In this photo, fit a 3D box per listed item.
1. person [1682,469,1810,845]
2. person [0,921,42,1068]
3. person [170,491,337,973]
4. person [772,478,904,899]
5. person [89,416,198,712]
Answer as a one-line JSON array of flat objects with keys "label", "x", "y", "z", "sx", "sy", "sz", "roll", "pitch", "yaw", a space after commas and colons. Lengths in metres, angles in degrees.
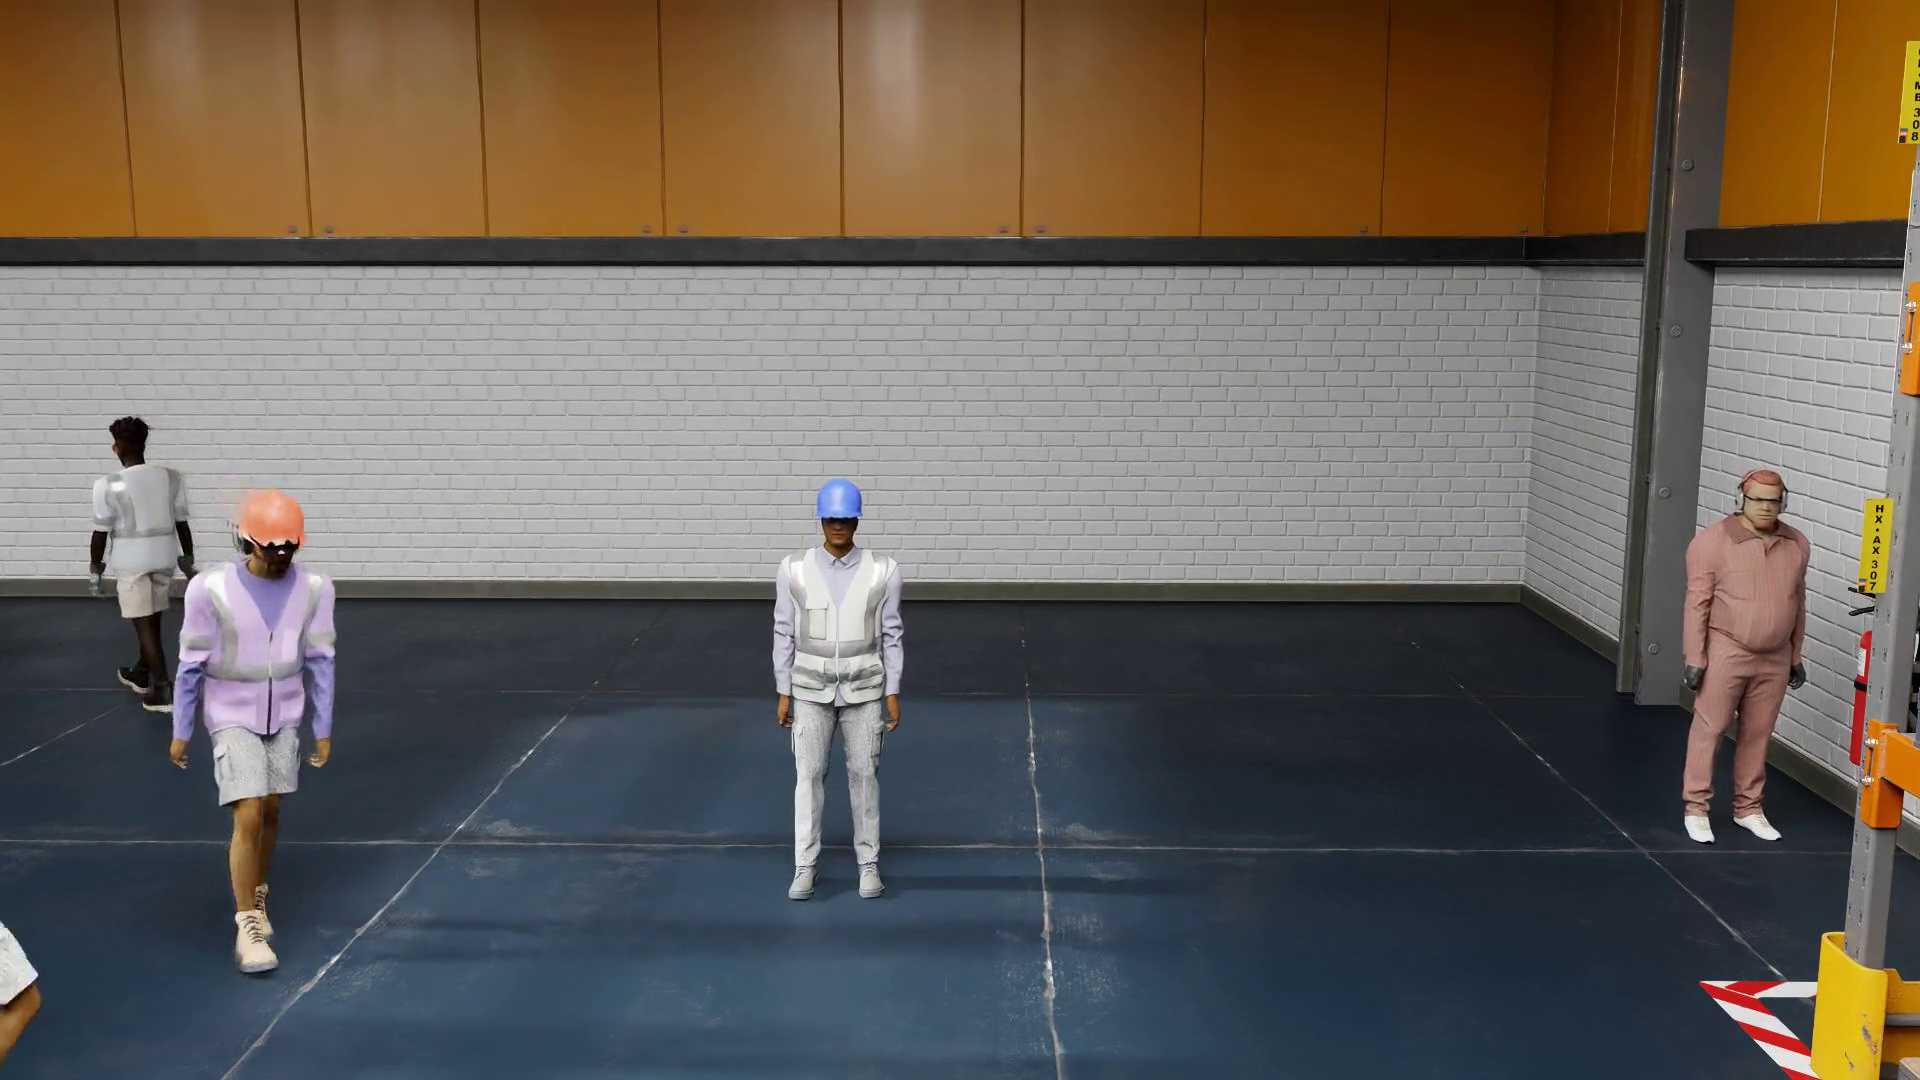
[{"label": "person", "x": 3.963, "y": 0.587, "z": 8.365, "sx": 0.648, "sy": 1.904, "sz": 0.401, "roll": -1, "pitch": 10, "yaw": -7}, {"label": "person", "x": -3.149, "y": 1.110, "z": 5.154, "sx": 0.579, "sy": 1.925, "sz": 0.388, "roll": 6, "pitch": 11, "yaw": 30}, {"label": "person", "x": -2.901, "y": 0.780, "z": 6.964, "sx": 0.665, "sy": 1.985, "sz": 0.840, "roll": -9, "pitch": 13, "yaw": -43}, {"label": "person", "x": -0.559, "y": 0.682, "z": 7.655, "sx": 0.601, "sy": 1.951, "sz": 0.380, "roll": 0, "pitch": 9, "yaw": -3}, {"label": "person", "x": -5.450, "y": 0.142, "z": 10.997, "sx": 0.922, "sy": 1.918, "sz": 0.634, "roll": 6, "pitch": 11, "yaw": 33}]
